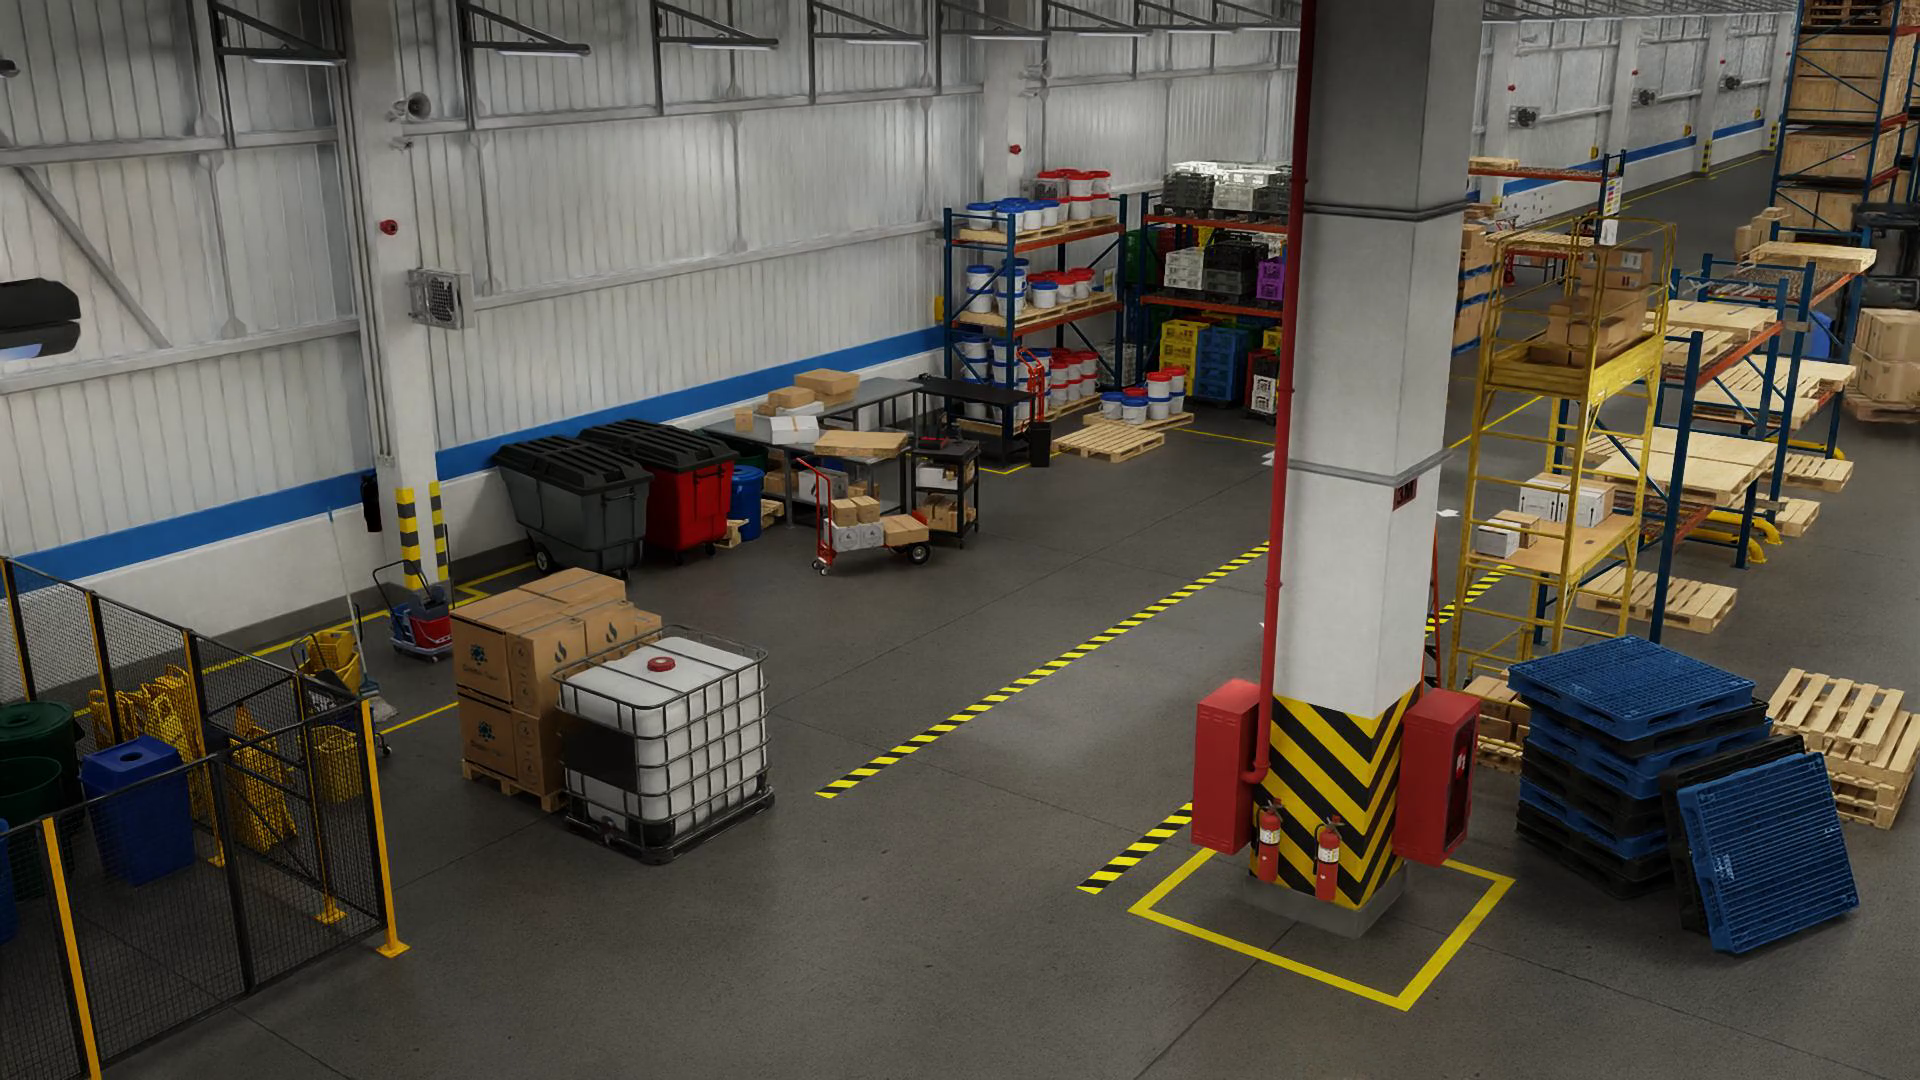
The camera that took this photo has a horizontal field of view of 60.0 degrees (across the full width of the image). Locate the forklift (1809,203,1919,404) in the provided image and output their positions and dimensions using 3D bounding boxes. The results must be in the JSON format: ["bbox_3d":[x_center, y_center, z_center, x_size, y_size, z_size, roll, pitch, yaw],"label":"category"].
[{"bbox_3d":[13.395,-3.513,24.369,1.129,2.768,1.873,4,18,12],"label":"forklift"}]
